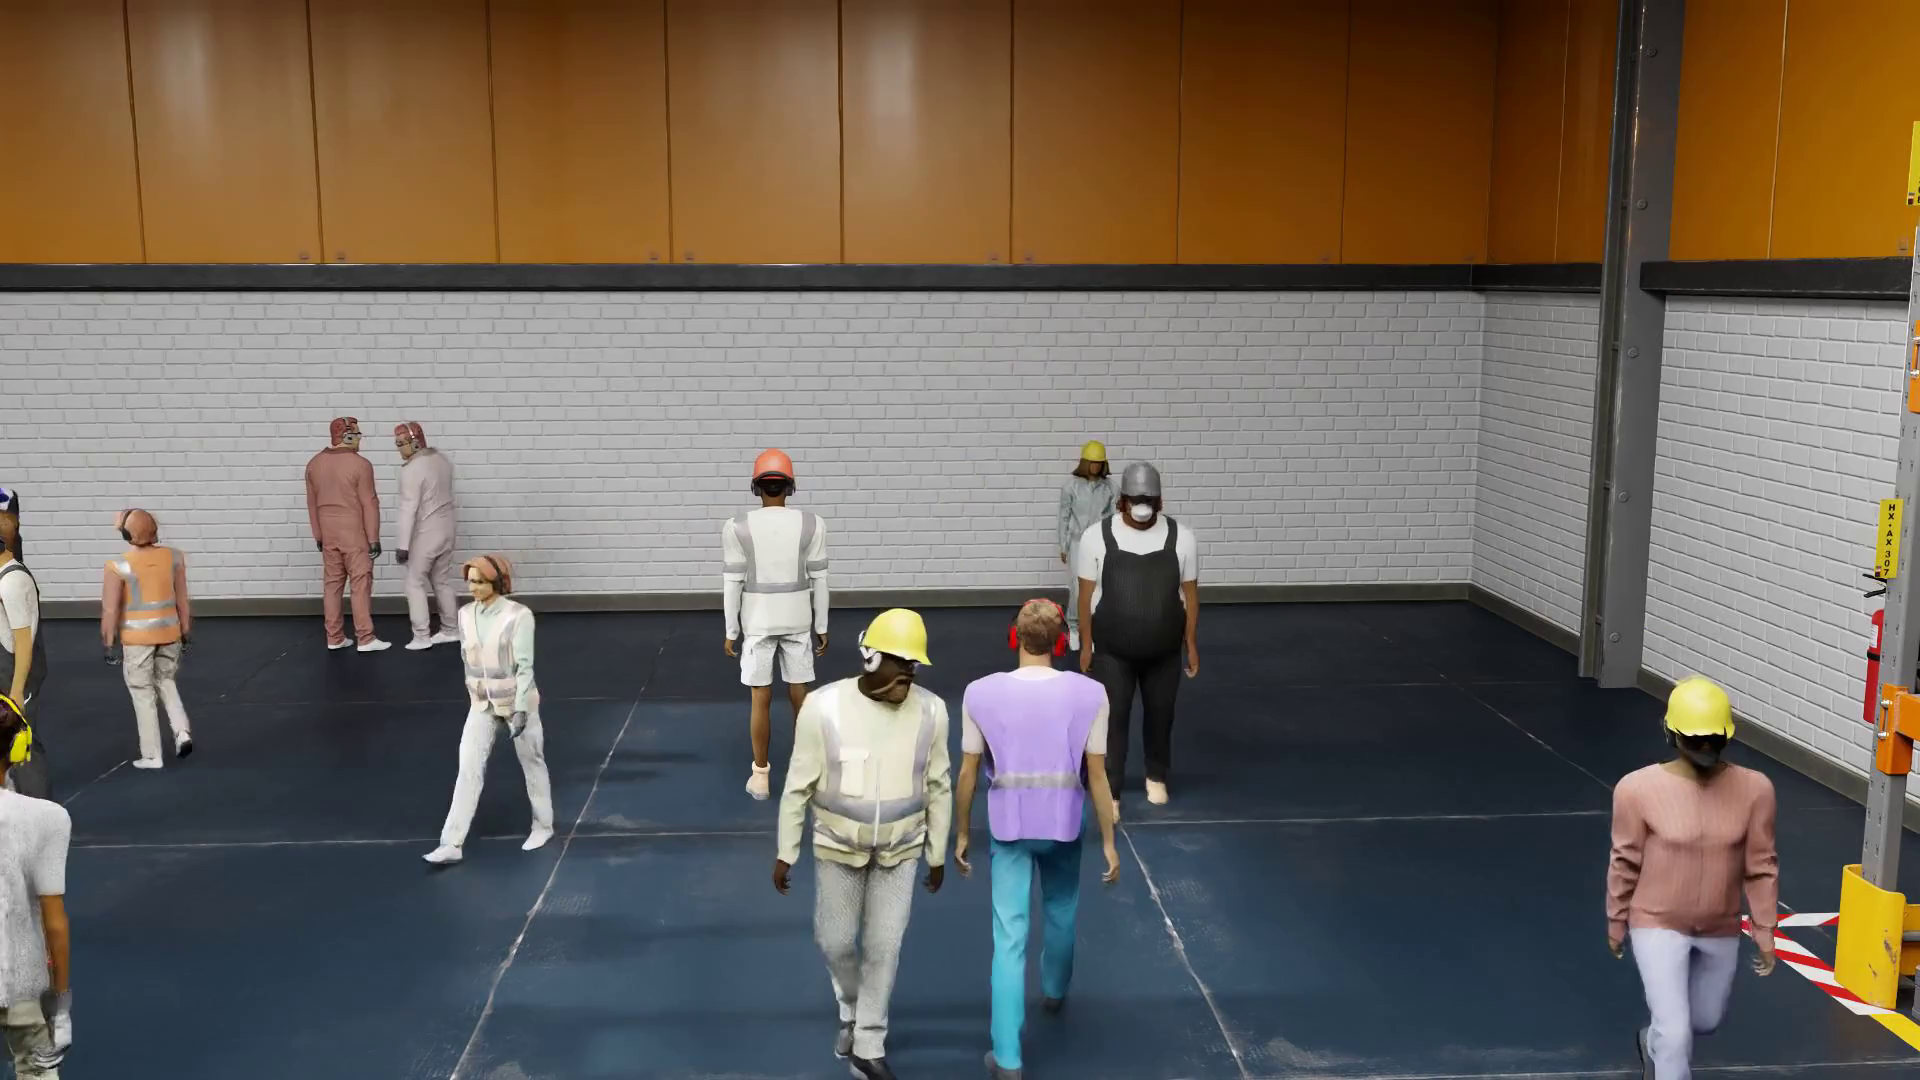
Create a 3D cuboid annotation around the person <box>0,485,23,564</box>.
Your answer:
[{"bbox_3d":[-6.820,0.253,11.574,0.584,1.898,0.451,-2,9,-14],"label":"person"}]

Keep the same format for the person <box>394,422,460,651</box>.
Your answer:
[{"bbox_3d":[-4.318,-0.021,13.437,0.421,1.873,0.668,2,9,11],"label":"person"}]

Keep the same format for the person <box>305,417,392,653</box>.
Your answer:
[{"bbox_3d":[-4.919,-0.041,13.403,0.644,1.904,0.399,4,10,21],"label":"person"}]

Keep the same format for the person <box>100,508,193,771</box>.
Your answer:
[{"bbox_3d":[-4.978,0.609,10.185,0.367,1.625,0.532,6,11,33],"label":"person"}]

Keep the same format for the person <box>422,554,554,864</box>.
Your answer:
[{"bbox_3d":[-2.408,0.884,8.552,0.533,1.601,0.830,4,10,24],"label":"person"}]

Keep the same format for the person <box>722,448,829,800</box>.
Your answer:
[{"bbox_3d":[-1.071,0.485,9.673,0.615,2.038,0.395,-2,9,-12],"label":"person"}]

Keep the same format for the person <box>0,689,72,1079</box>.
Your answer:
[{"bbox_3d":[-2.898,1.347,4.995,0.484,1.816,1.041,-3,10,-19],"label":"person"}]

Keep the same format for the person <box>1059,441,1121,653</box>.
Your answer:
[{"bbox_3d":[1.043,0.062,13.314,0.495,1.731,0.404,-2,9,-12],"label":"person"}]

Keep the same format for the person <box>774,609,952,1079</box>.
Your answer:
[{"bbox_3d":[-0.361,1.147,6.267,0.676,1.799,0.555,-2,9,-10],"label":"person"}]

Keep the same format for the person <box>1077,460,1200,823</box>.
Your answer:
[{"bbox_3d":[1.005,0.534,9.365,0.687,2.000,0.586,0,9,0],"label":"person"}]

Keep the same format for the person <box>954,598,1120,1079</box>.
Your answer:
[{"bbox_3d":[0.294,1.119,6.518,0.626,1.777,1.016,0,9,-1],"label":"person"}]

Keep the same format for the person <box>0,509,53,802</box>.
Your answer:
[{"bbox_3d":[-4.944,0.744,8.655,0.339,1.845,0.514,-7,11,-36],"label":"person"}]

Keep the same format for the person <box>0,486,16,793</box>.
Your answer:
[{"bbox_3d":[-5.639,0.560,9.626,0.451,1.910,0.649,-8,12,-41],"label":"person"}]

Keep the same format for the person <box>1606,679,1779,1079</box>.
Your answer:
[{"bbox_3d":[2.445,1.276,5.663,0.530,1.729,0.811,0,9,2],"label":"person"}]
